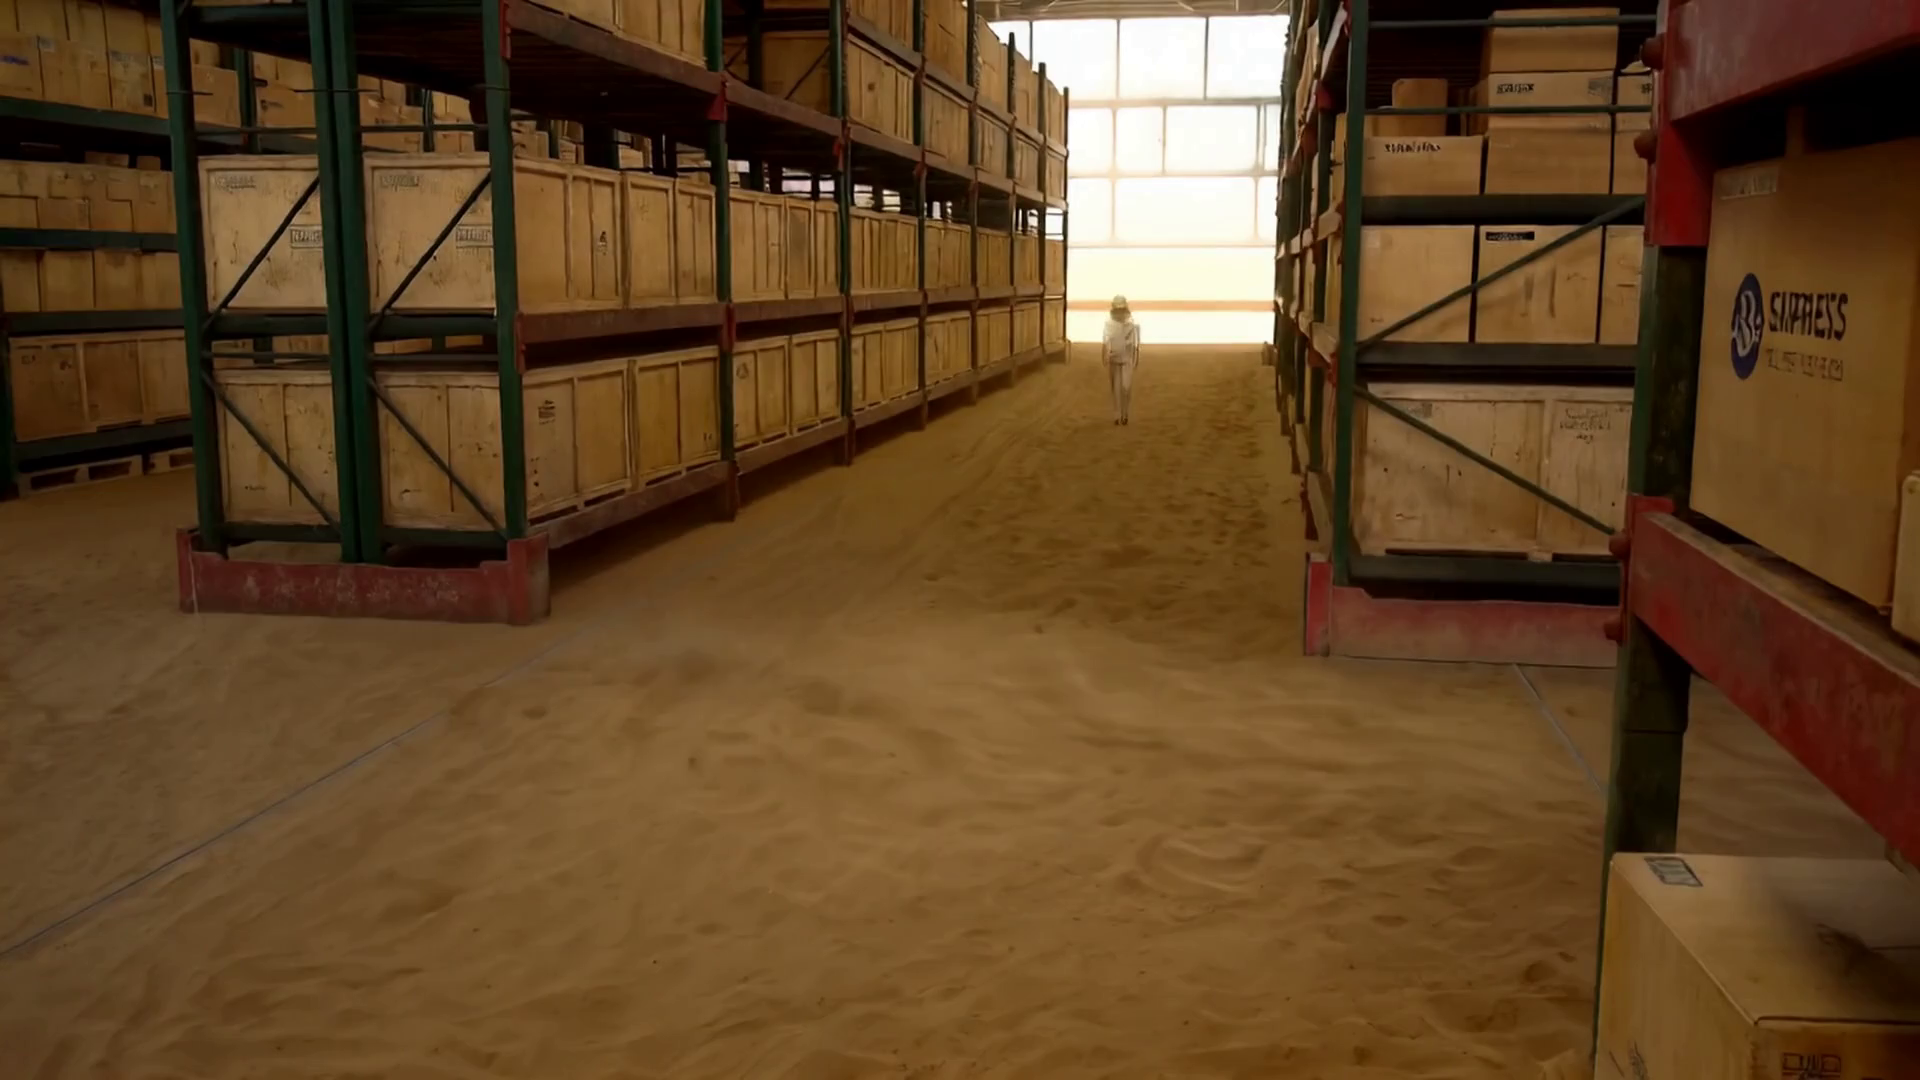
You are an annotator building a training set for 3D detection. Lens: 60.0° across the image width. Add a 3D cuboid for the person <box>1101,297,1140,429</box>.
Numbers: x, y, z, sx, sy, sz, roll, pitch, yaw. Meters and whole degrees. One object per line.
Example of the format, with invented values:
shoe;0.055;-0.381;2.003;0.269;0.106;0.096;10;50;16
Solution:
person;2.063;-2.283;21.523;0.495;1.690;0.897;2;9;13
